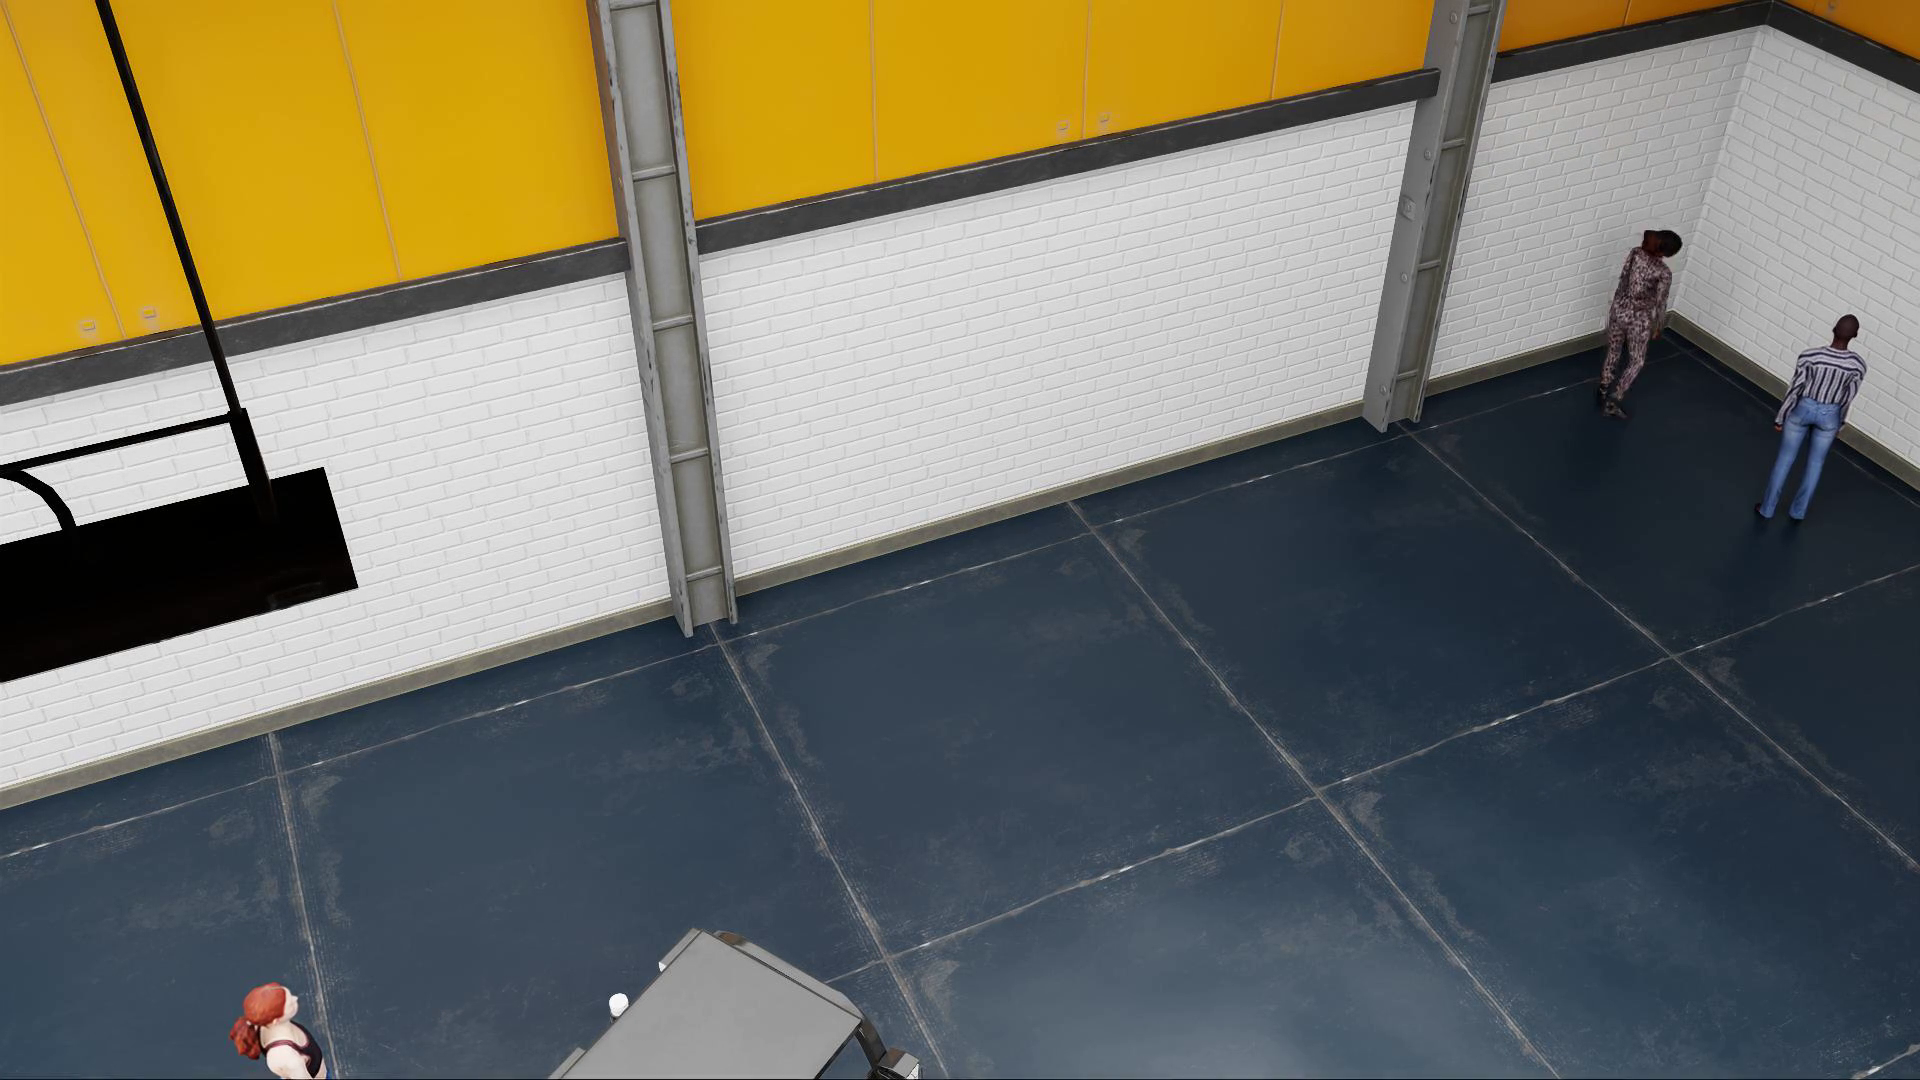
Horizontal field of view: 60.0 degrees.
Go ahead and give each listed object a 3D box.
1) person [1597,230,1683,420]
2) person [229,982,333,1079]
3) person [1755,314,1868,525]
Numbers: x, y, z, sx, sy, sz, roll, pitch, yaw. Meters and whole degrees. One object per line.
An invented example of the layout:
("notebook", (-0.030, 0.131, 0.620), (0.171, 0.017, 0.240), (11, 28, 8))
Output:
("person", (5.474, -1.824, 13.589), (0.701, 1.694, 0.671), (30, 48, 32))
("person", (-3.065, 2.679, 7.877), (0.674, 1.785, 0.640), (-31, 48, -32))
("person", (6.317, -0.877, 12.322), (0.692, 1.795, 0.754), (13, 40, 16))
